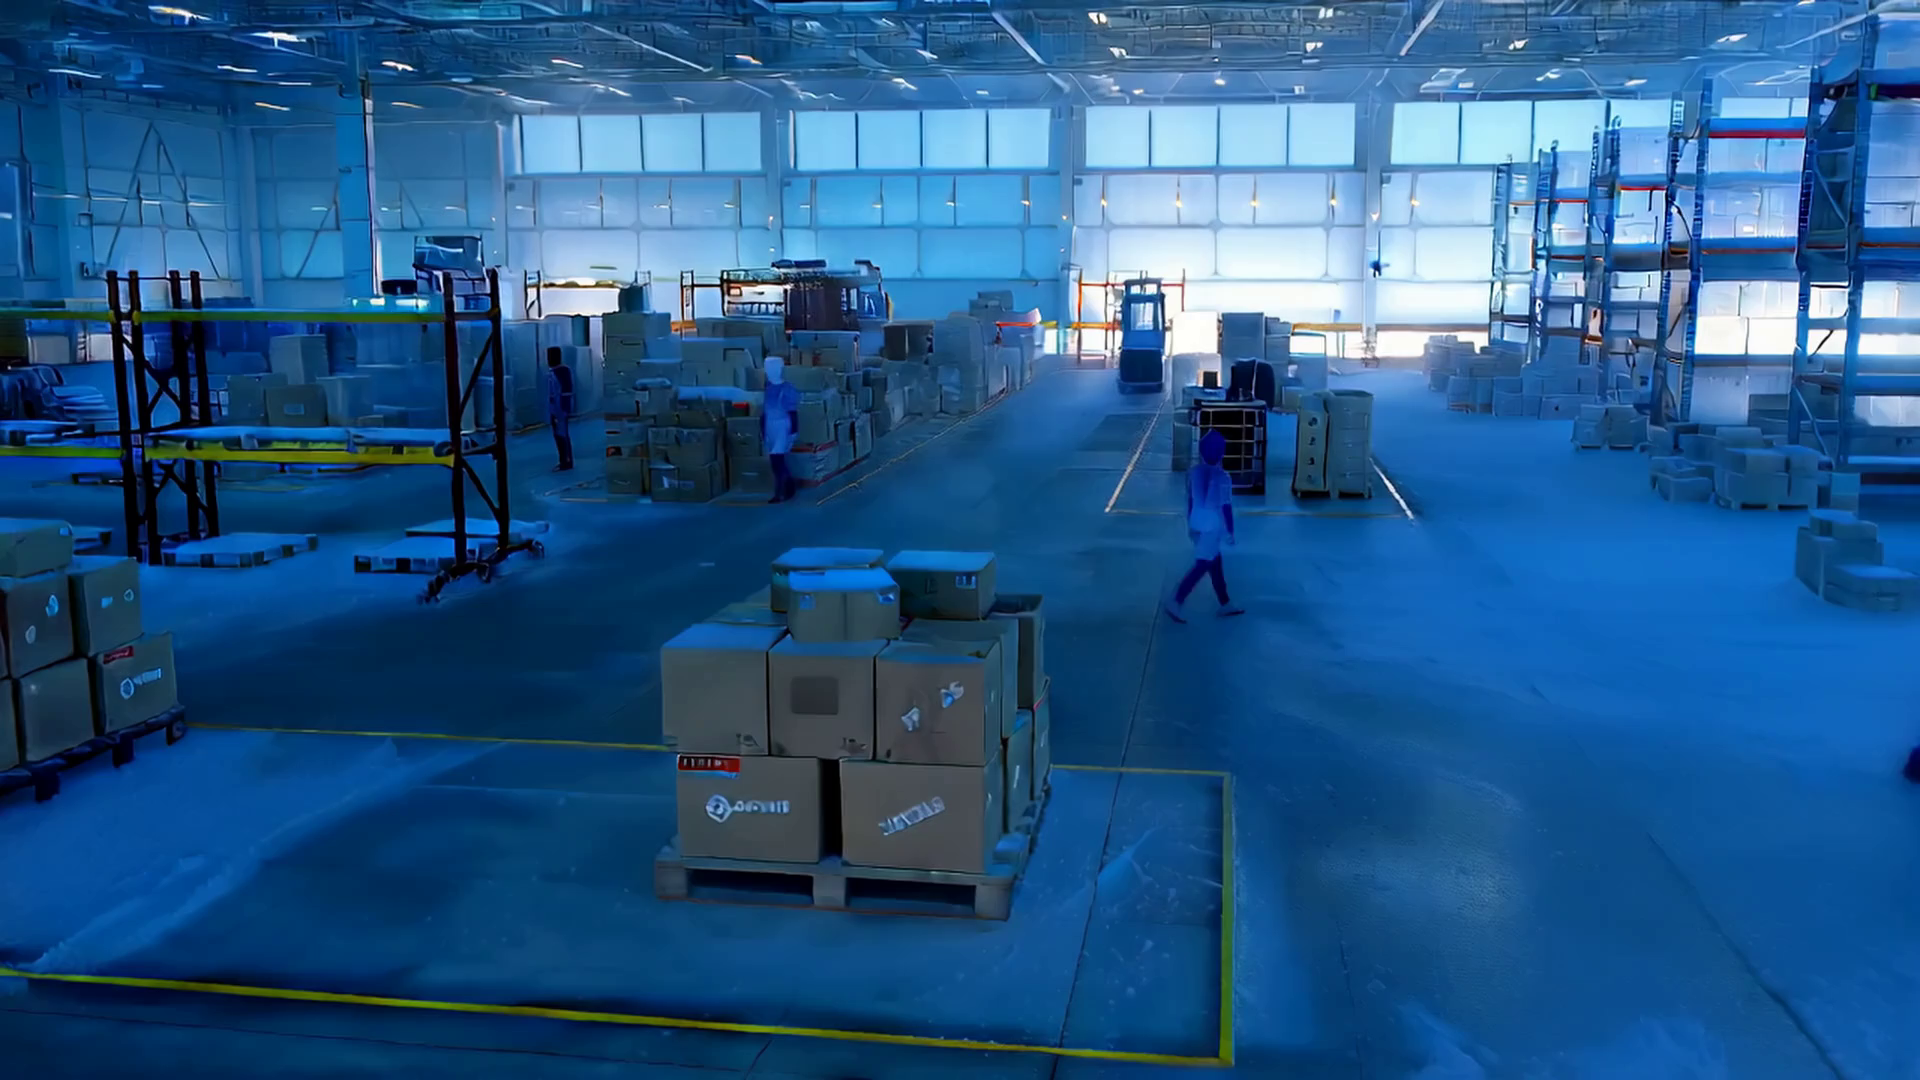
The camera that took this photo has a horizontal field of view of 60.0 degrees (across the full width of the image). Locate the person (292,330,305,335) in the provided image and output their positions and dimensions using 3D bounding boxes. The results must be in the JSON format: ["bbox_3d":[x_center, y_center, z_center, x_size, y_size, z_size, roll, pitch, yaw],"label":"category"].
[{"bbox_3d":[-12.365,-2.963,31.162,0.542,1.922,0.422,1,9,6],"label":"person"}]

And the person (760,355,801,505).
[{"bbox_3d":[-2.340,-1.406,21.437,0.652,1.948,0.428,8,12,40],"label":"person"}]

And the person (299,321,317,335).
[{"bbox_3d":[-18.782,-5.638,47.787,0.613,1.864,0.584,6,11,35],"label":"person"}]

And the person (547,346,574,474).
[{"bbox_3d":[-5.964,-1.934,24.805,0.373,1.916,0.596,1,9,4],"label":"person"}]

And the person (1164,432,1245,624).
[{"bbox_3d":[2.113,-0.108,14.340,0.861,1.657,0.539,-4,10,-24],"label":"person"}]

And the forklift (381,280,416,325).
[{"bbox_3d":[-11.960,-4.169,35.627,1.873,2.768,1.129,1,9,9],"label":"forklift"}]

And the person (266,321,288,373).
[{"bbox_3d":[-17.111,-4.660,41.670,0.631,1.911,0.947,2,10,14],"label":"person"}]

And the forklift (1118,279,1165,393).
[{"bbox_3d":[4.540,-5.104,41.392,1.129,2.768,1.873,1,9,9],"label":"forklift"}]

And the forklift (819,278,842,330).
[{"bbox_3d":[-3.270,-5.243,42.251,1.873,2.768,1.129,1,9,9],"label":"forklift"}]

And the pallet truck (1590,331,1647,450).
[{"bbox_3d":[11.253,-2.573,28.499,0.823,1.965,1.885,5,10,27],"label":"pallet truck"}]

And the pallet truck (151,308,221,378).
[{"bbox_3d":[-21.869,-5.598,47.154,0.823,1.965,1.885,4,10,26],"label":"pallet truck"}]

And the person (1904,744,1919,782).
[{"bbox_3d":[5.891,0.580,9.433,0.535,1.884,0.973,-4,10,-25],"label":"person"}]
